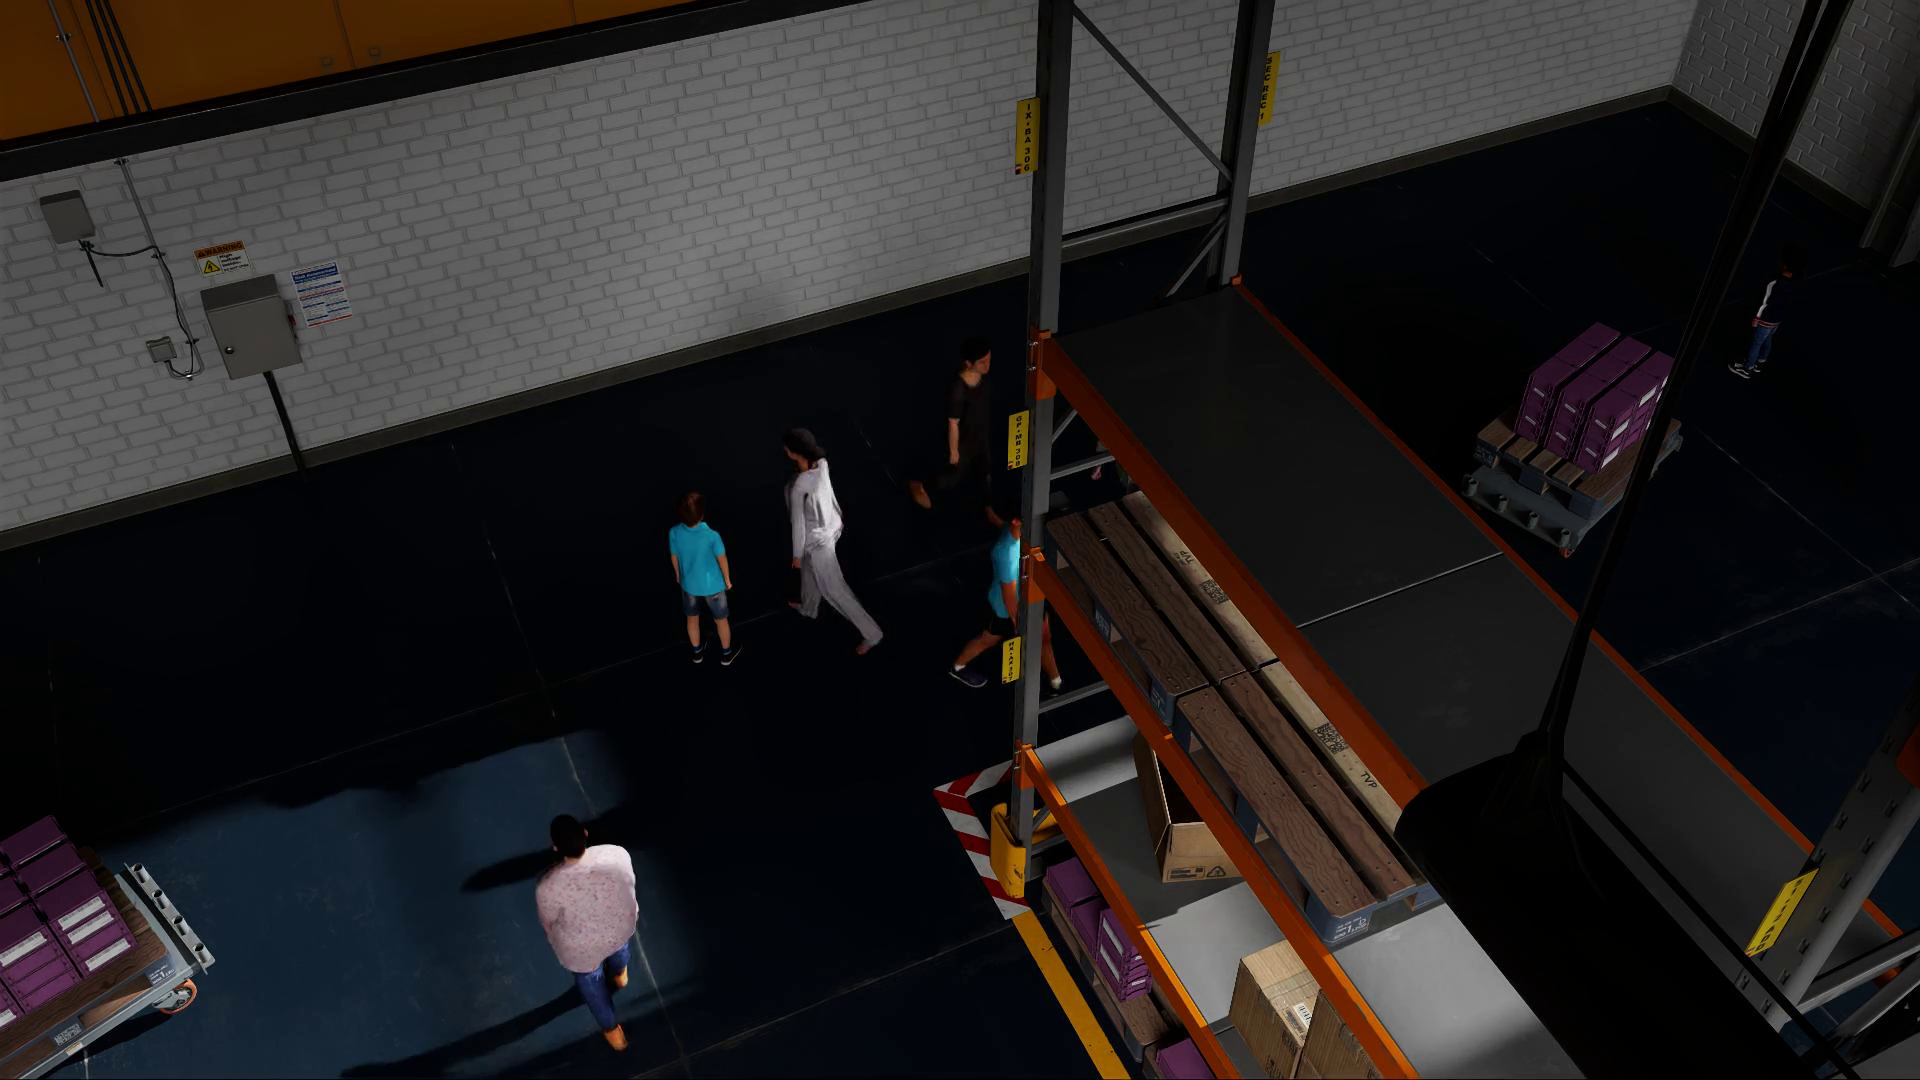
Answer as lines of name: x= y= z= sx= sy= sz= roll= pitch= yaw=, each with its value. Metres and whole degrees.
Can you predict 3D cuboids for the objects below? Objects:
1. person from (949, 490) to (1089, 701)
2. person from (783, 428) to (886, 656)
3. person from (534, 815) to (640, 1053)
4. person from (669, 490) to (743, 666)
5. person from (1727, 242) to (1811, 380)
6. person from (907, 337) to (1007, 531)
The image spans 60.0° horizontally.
person: x=0.239 y=0.379 z=10.561 sx=1.228 sy=1.718 sz=1.100 roll=18 pitch=46 yaw=18
person: x=-0.861 y=0.009 z=10.934 sx=1.110 sy=1.739 sz=1.026 roll=14 pitch=45 yaw=14
person: x=-1.930 y=2.065 z=8.785 sx=0.684 sy=1.726 sz=0.918 roll=-20 pitch=47 yaw=-19
person: x=-1.695 y=0.250 z=10.891 sx=0.592 sy=1.449 sz=0.623 roll=6 pitch=44 yaw=7
person: x=6.459 y=-1.829 z=13.239 sx=0.529 sy=1.221 sz=0.499 roll=-22 pitch=48 yaw=-21
person: x=-0.030 y=-0.786 z=11.808 sx=1.145 sy=1.683 sz=0.983 roll=23 pitch=48 yaw=23
